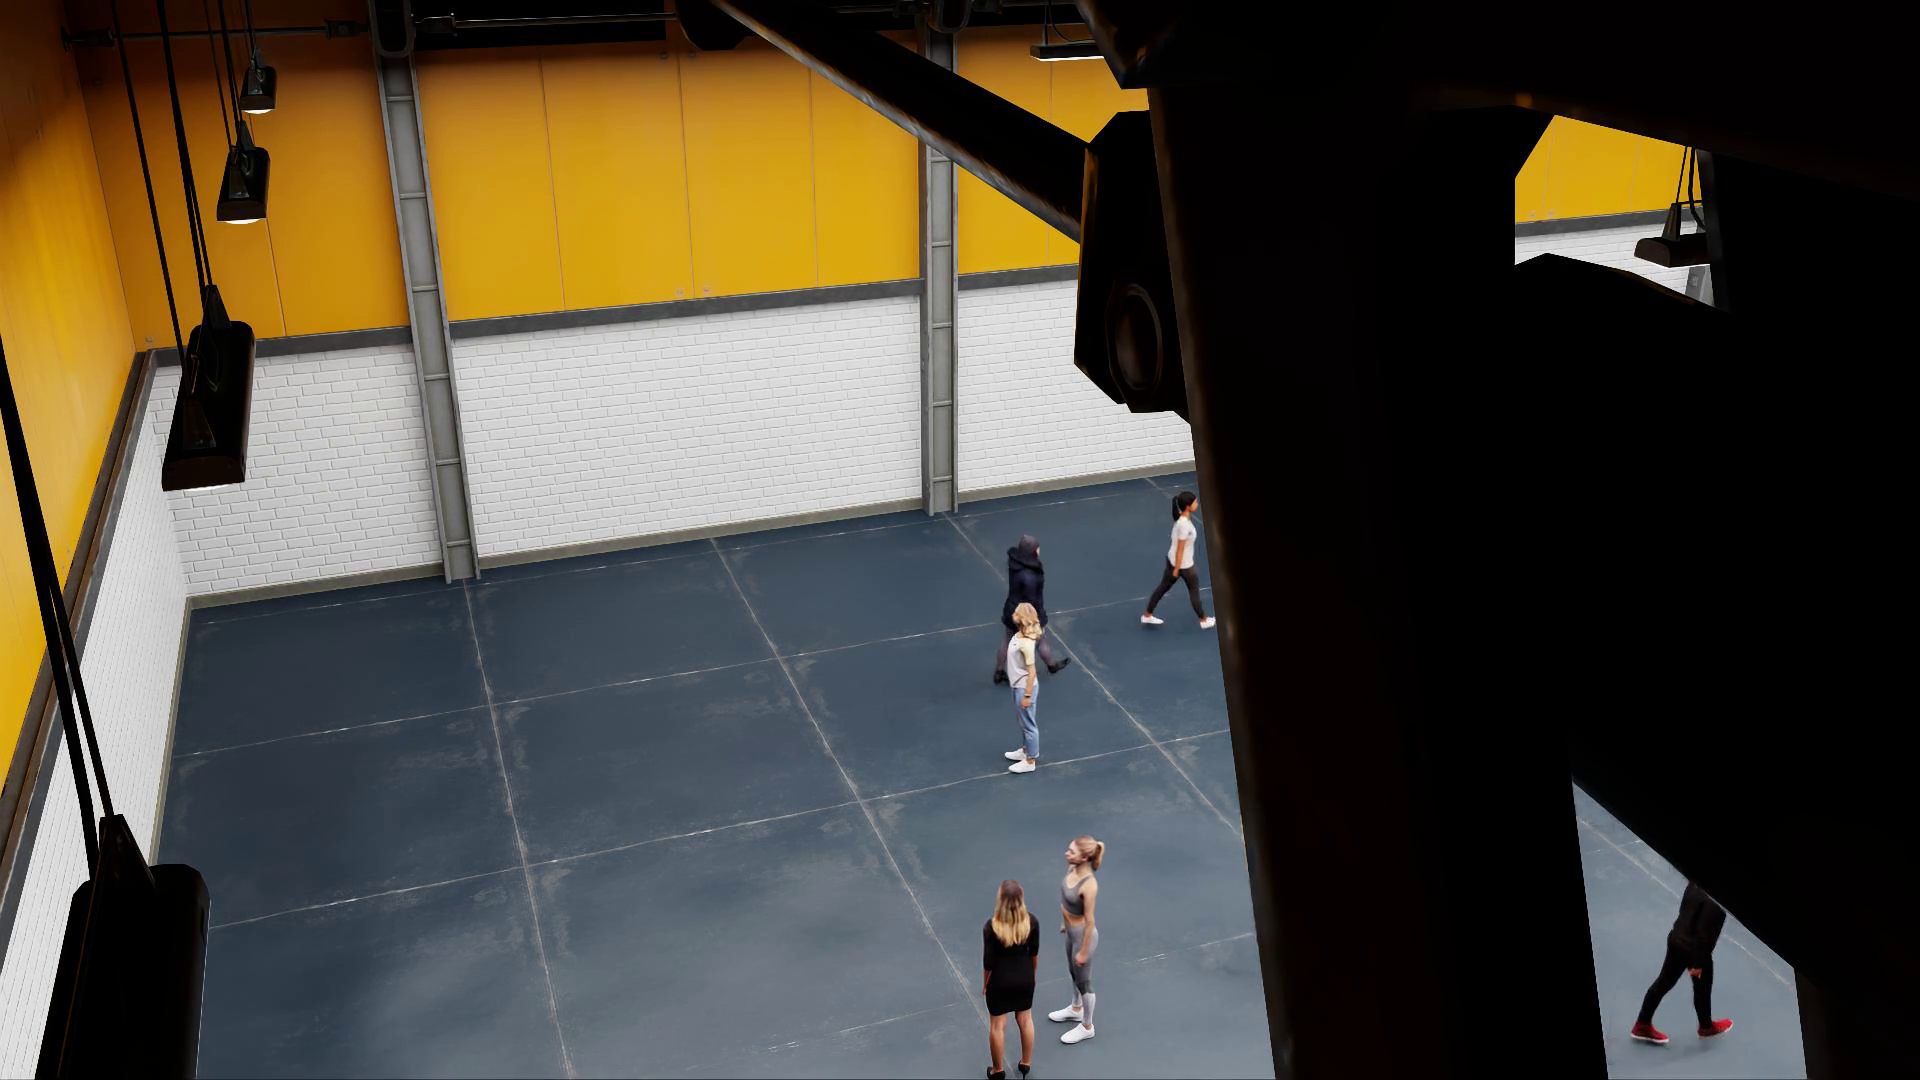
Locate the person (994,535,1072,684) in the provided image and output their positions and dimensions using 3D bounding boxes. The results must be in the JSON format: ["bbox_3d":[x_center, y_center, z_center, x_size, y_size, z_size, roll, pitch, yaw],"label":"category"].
[{"bbox_3d":[0.573,0.745,16.958,1.060,1.623,0.687,-10,25,-21],"label":"person"}]

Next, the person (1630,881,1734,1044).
[{"bbox_3d":[5.170,2.945,11.920,1.061,1.626,0.826,3,24,6],"label":"person"}]

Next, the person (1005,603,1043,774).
[{"bbox_3d":[0.608,1.360,15.428,0.627,1.722,0.677,-2,24,-4],"label":"person"}]

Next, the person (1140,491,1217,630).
[{"bbox_3d":[2.313,0.252,18.114,1.178,1.599,0.807,-1,24,-3],"label":"person"}]

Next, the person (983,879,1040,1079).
[{"bbox_3d":[0.348,3.075,11.560,0.410,1.677,0.616,-7,24,-15],"label":"person"}]

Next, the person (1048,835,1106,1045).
[{"bbox_3d":[0.874,2.859,12.022,0.571,1.703,0.587,-5,24,-12],"label":"person"}]
